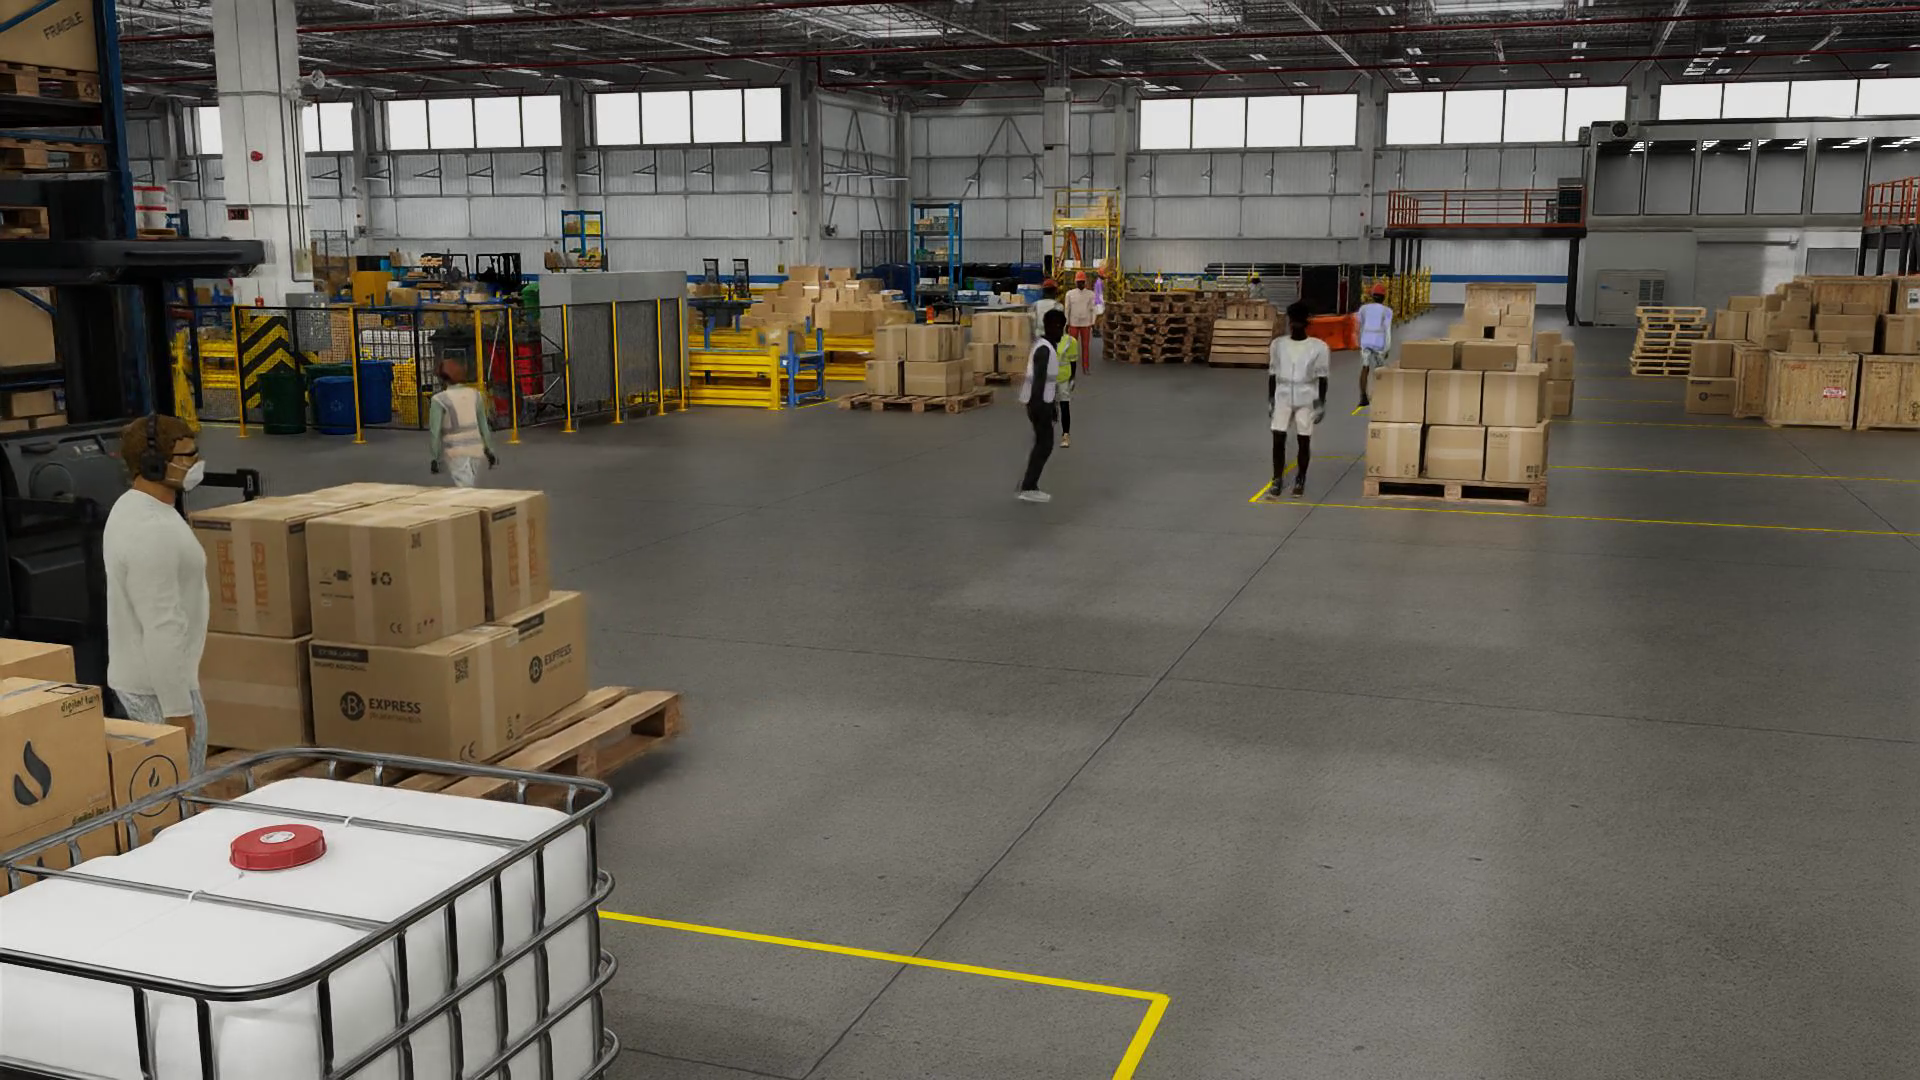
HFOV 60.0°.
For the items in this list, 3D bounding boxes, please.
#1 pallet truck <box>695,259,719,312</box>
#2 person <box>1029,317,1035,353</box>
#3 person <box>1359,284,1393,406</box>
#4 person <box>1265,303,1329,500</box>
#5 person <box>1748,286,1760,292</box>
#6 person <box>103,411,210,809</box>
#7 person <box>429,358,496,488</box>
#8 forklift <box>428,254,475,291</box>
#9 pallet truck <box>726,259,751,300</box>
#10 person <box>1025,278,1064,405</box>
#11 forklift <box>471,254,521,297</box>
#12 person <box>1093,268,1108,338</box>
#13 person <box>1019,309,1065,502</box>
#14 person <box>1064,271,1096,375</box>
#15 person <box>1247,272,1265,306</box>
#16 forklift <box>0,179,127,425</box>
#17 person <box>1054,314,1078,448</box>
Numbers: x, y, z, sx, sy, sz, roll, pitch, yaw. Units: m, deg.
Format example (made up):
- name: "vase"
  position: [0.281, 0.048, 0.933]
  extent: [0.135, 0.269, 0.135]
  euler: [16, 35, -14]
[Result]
- name: "pallet truck"
  position: [-9.165, -9.627, 62.776]
  extent: [0.823, 1.965, 1.885]
  euler: [4, 11, 23]
- name: "person"
  position: [1.350, -3.096, 27.038]
  extent: [0.510, 1.622, 0.492]
  euler: [3, 11, 17]
- name: "person"
  position: [6.524, -3.058, 26.083]
  extent: [0.561, 1.889, 0.965]
  euler: [6, 12, 29]
- name: "person"
  position: [3.254, -1.333, 16.215]
  extent: [0.623, 1.929, 0.894]
  euler: [5, 11, 24]
- name: "person"
  position: [27.415, -8.510, 57.514]
  extent: [0.497, 1.626, 0.288]
  euler: [7, 12, 33]
- name: "person"
  position: [-2.764, 0.519, 5.801]
  extent: [0.374, 1.939, 0.629]
  euler: [-6, 12, -29]
- name: "person"
  position: [-4.018, -0.684, 13.536]
  extent: [0.840, 1.598, 0.539]
  euler: [6, 12, 30]
- name: "forklift"
  position: [-20.133, -10.254, 65.465]
  extent: [1.157, 1.987, 2.680]
  euler: [3, 11, 19]
- name: "pallet truck"
  position: [-7.986, -9.493, 62.019]
  extent: [0.823, 1.965, 1.885]
  euler: [3, 11, 17]
- name: "person"
  position: [1.338, -3.071, 25.882]
  extent: [0.615, 2.007, 0.937]
  euler: [6, 12, 32]
- name: "forklift"
  position: [-17.990, -10.121, 64.684]
  extent: [1.157, 1.987, 2.680]
  euler: [3, 11, 17]
- name: "person"
  position: [3.816, -6.411, 45.010]
  extent: [0.372, 1.885, 0.680]
  euler: [0, 10, 2]
- name: "person"
  position: [0.806, -1.322, 16.347]
  extent: [0.443, 1.873, 0.640]
  euler: [1, 10, 7]
- name: "person"
  position: [2.310, -4.161, 32.000]
  extent: [0.608, 1.995, 0.377]
  euler: [-1, 10, -4]
- name: "person"
  position: [8.292, -6.645, 46.704]
  extent: [0.492, 1.740, 0.325]
  euler: [2, 10, 12]
- name: "forklift"
  position: [-4.546, -0.372, 8.168]
  extent: [1.873, 2.768, 1.129]
  euler: [3, 11, 19]
- name: "person"
  position: [1.193, -1.983, 20.573]
  extent: [0.533, 1.697, 0.319]
  euler: [4, 11, 22]
